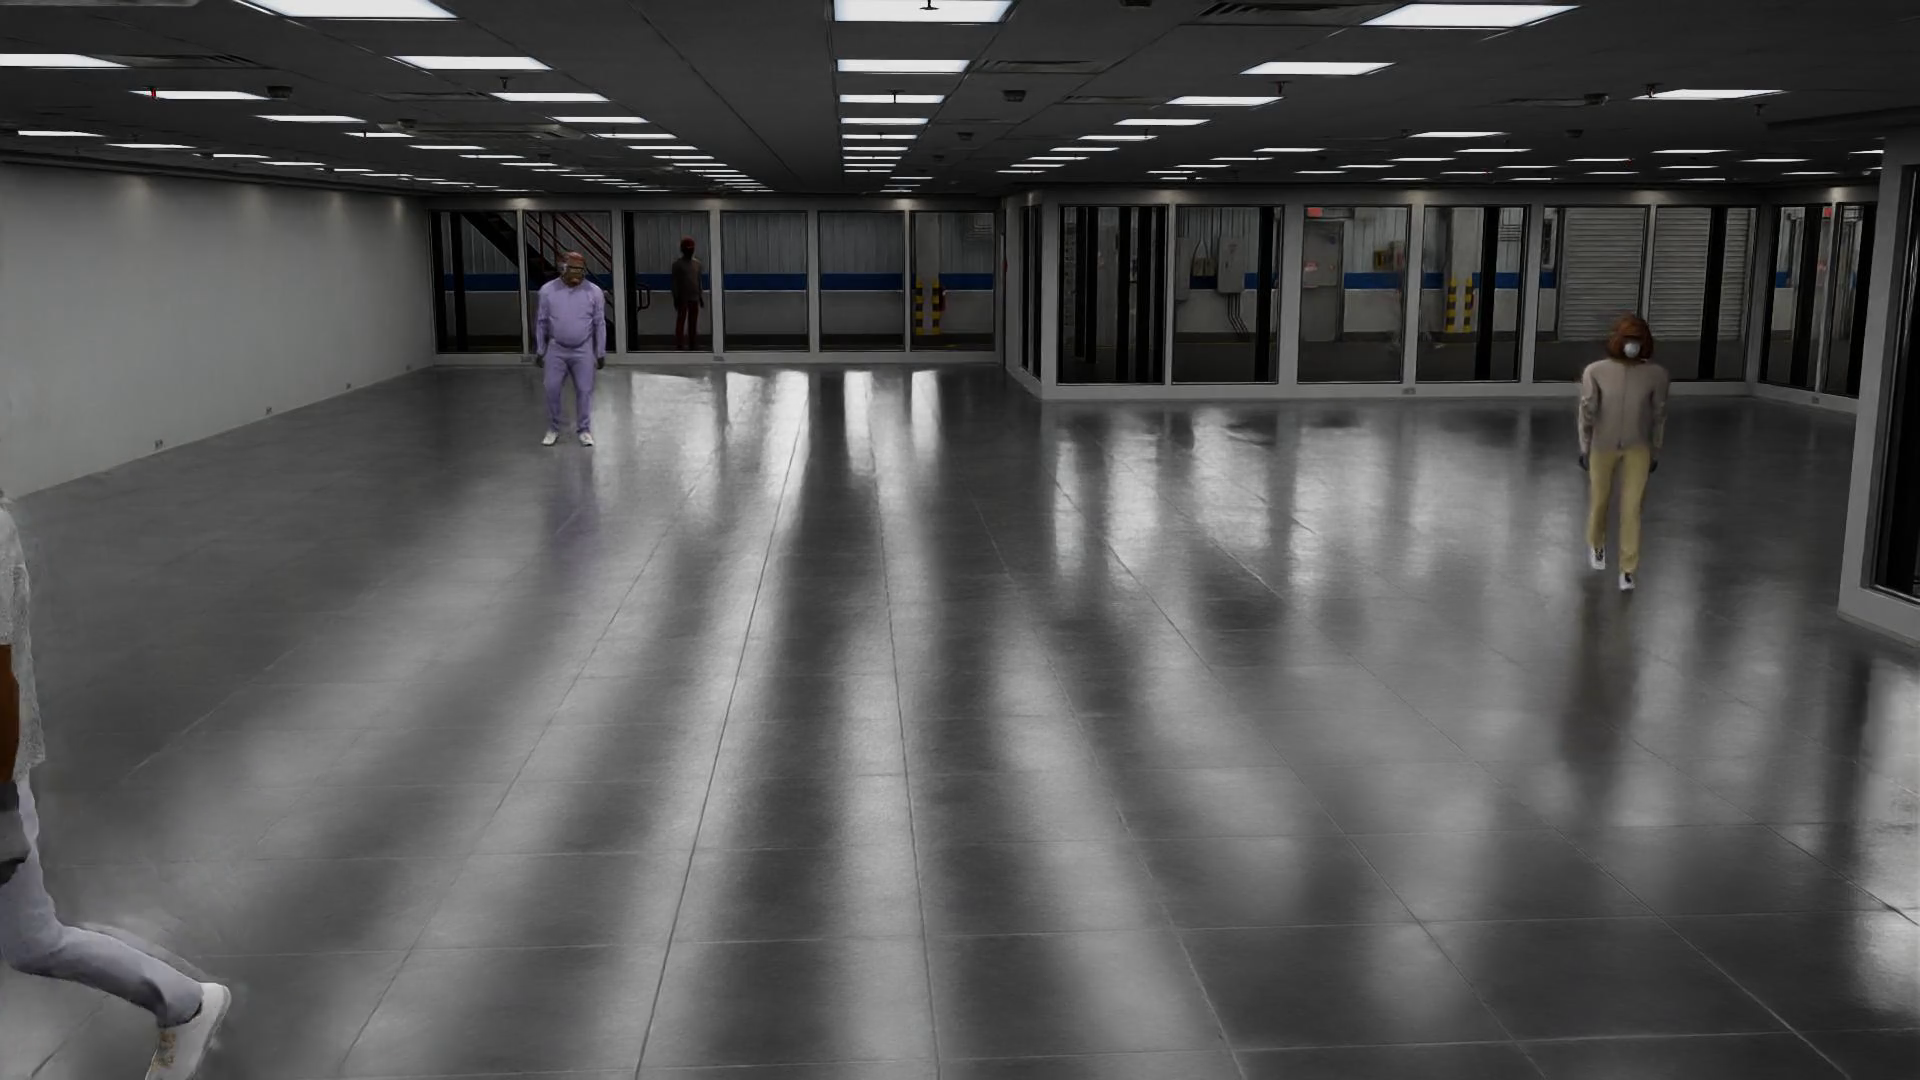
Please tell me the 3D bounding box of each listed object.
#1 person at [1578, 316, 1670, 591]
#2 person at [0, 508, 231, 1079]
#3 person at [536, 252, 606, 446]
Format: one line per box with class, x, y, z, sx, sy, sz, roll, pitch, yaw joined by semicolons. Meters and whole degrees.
person;3.950;-0.548;9.965;0.497;1.603;0.773;3;11;18
person;-2.118;0.505;3.675;0.523;1.843;0.860;8;13;36
person;-3.778;-1.845;16.192;0.661;1.888;0.404;-3;11;-15
